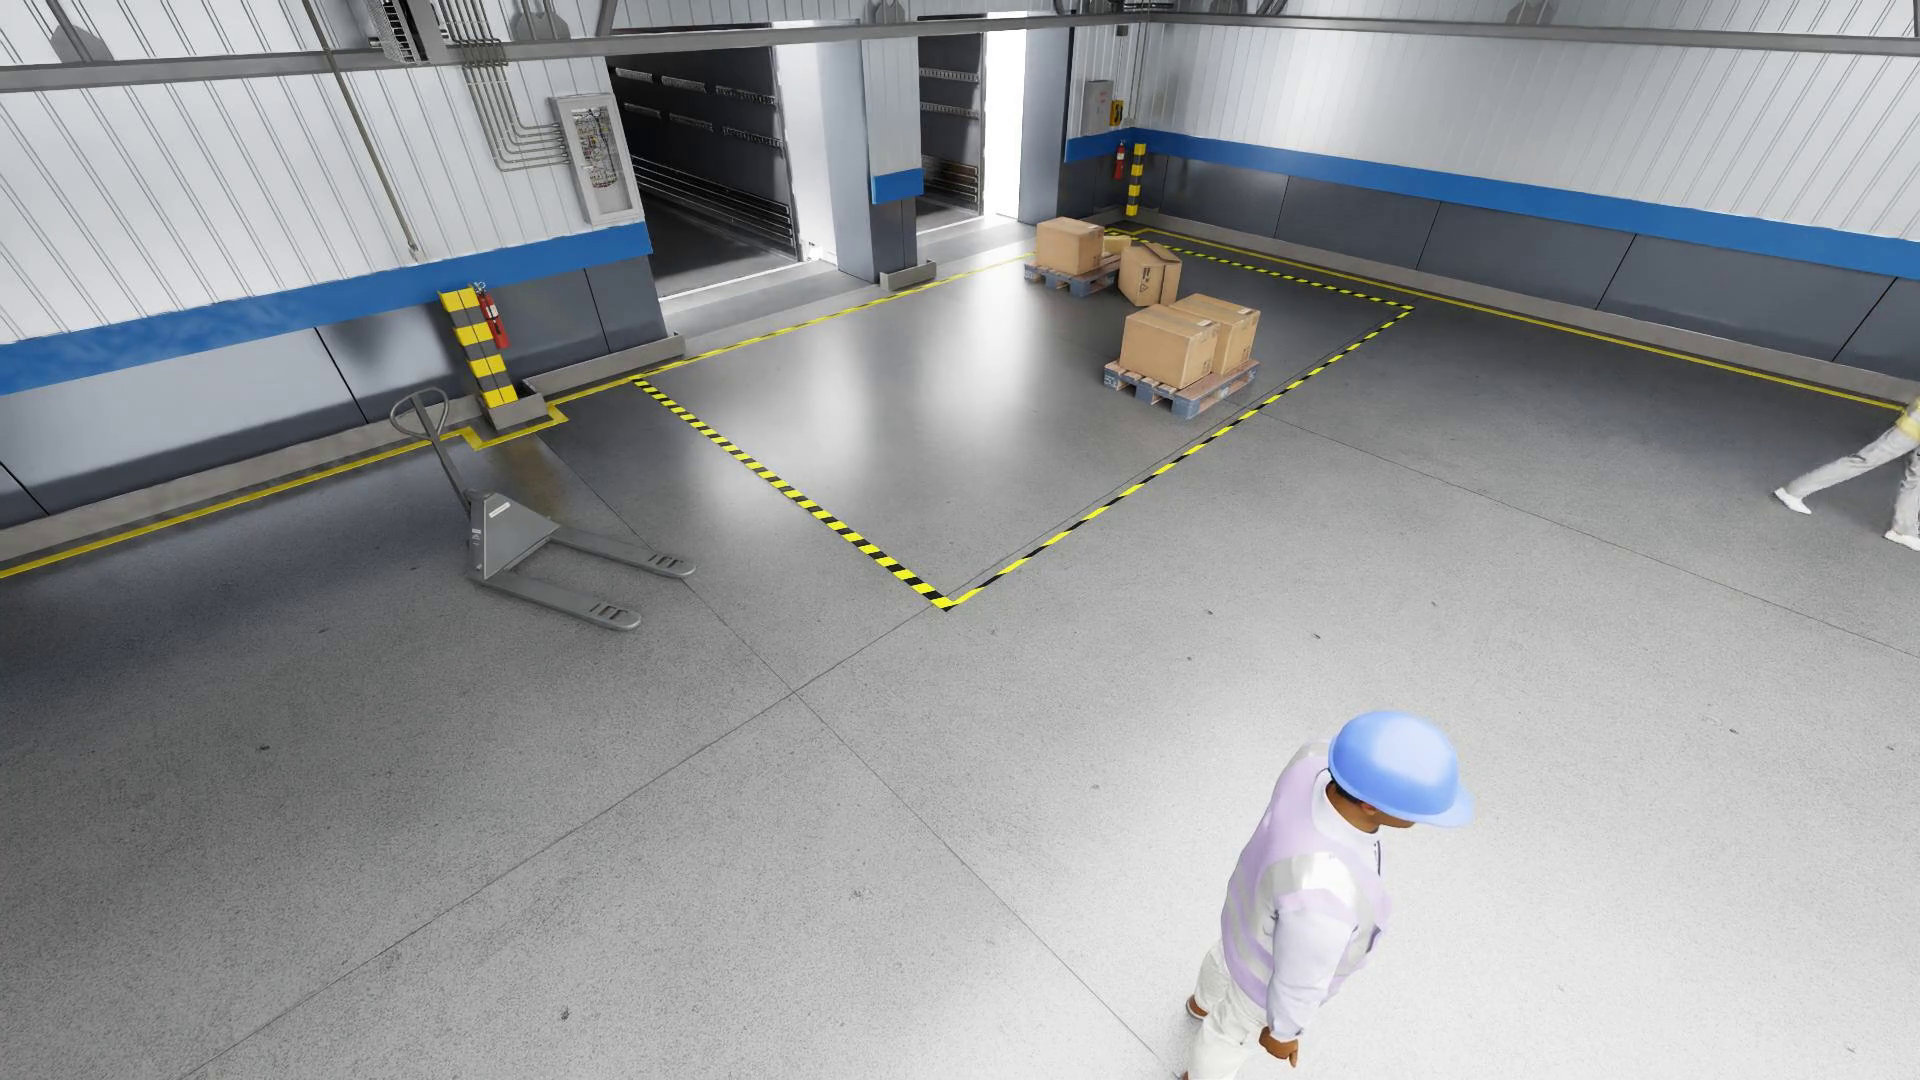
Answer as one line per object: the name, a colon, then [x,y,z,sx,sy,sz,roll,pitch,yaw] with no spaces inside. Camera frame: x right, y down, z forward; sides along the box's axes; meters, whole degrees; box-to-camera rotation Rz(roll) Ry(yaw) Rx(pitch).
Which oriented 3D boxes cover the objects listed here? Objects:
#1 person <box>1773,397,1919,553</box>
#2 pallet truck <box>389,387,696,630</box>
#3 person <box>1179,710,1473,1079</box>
person: [6.504,-0.718,4.912,0.533,1.584,0.874,-17,41,-21]
pallet truck: [-2.613,-0.247,4.593,1.601,1.201,0.680,14,40,17]
person: [0.959,1.175,2.173,0.381,1.948,0.603,14,40,17]
